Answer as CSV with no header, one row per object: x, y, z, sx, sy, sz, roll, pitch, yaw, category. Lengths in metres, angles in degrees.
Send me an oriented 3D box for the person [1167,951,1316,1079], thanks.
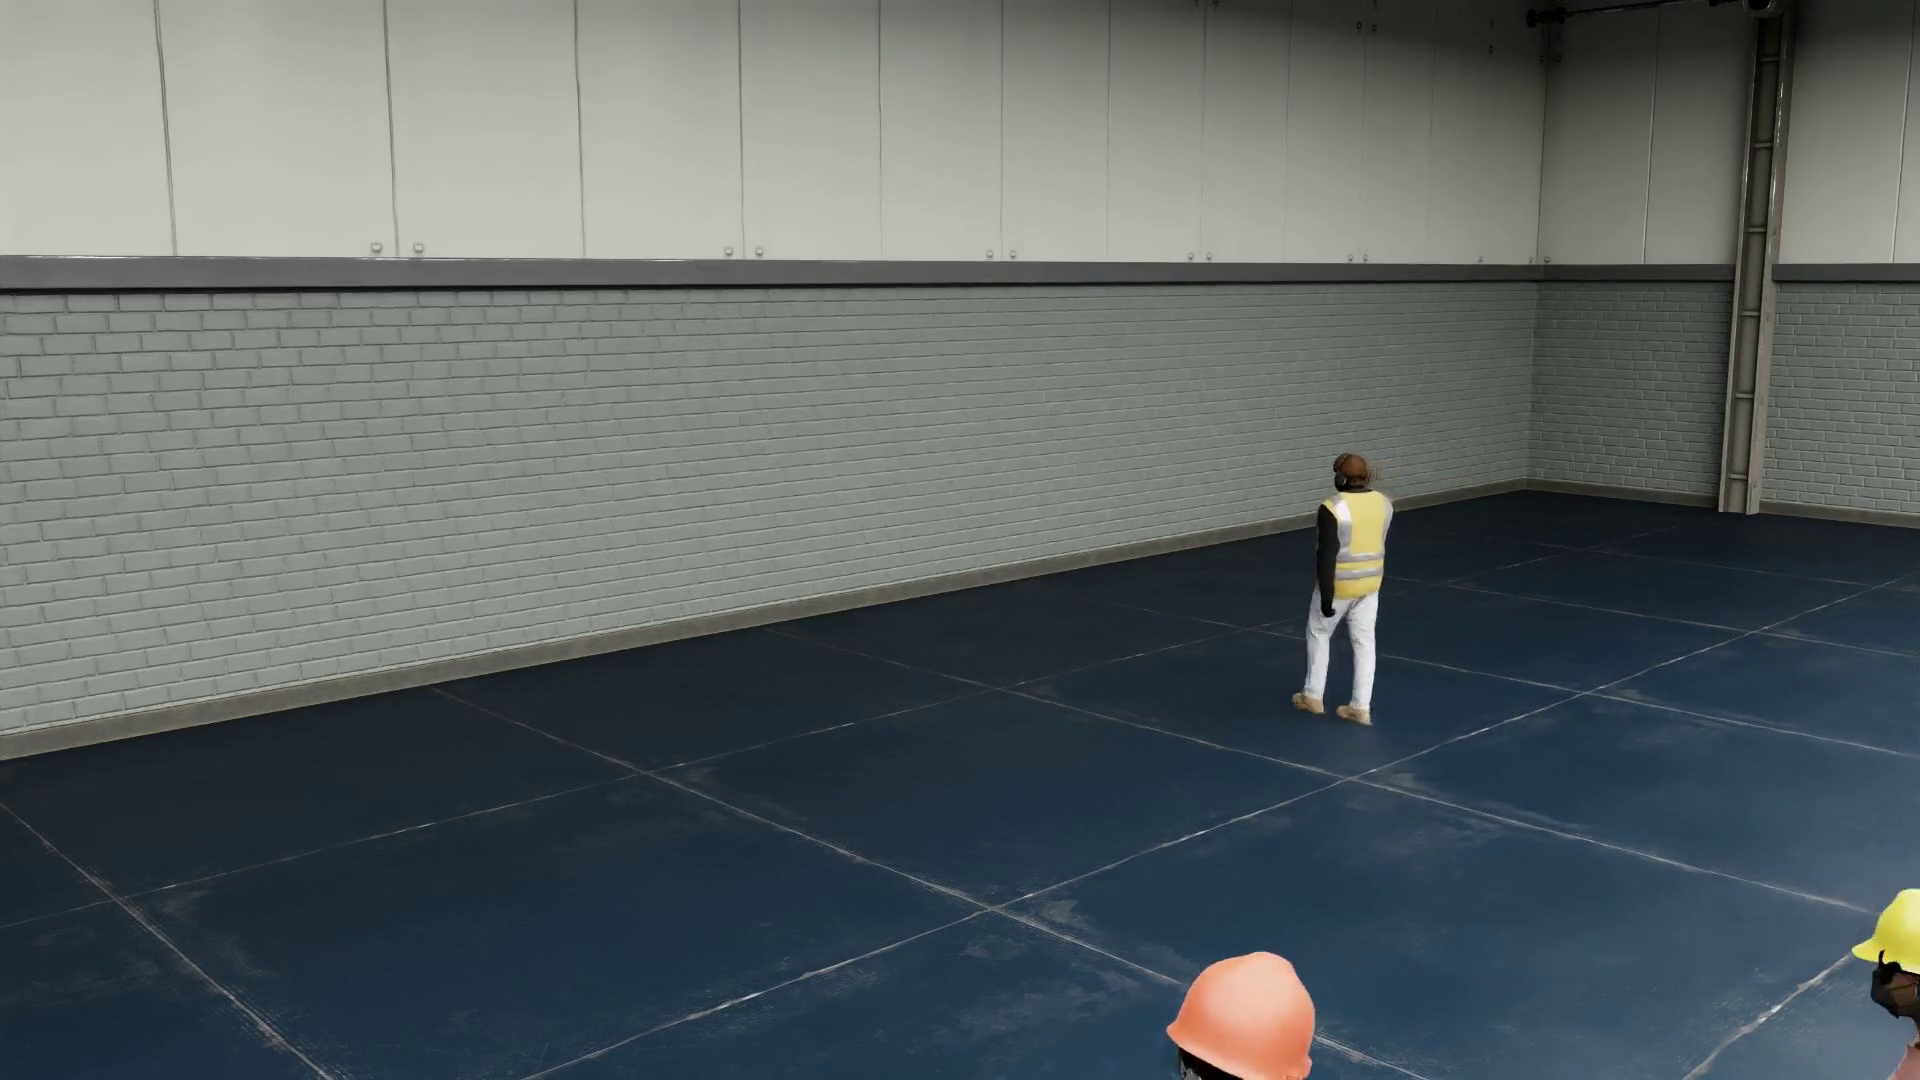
0.426,1.650,2.893,0.577,1.866,0.856,2,9,14,person

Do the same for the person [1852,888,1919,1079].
2.159,1.603,3.609,0.894,1.723,0.537,6,11,34,person

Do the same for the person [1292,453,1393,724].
2.587,0.305,11.347,0.649,1.818,0.745,-4,10,-23,person
